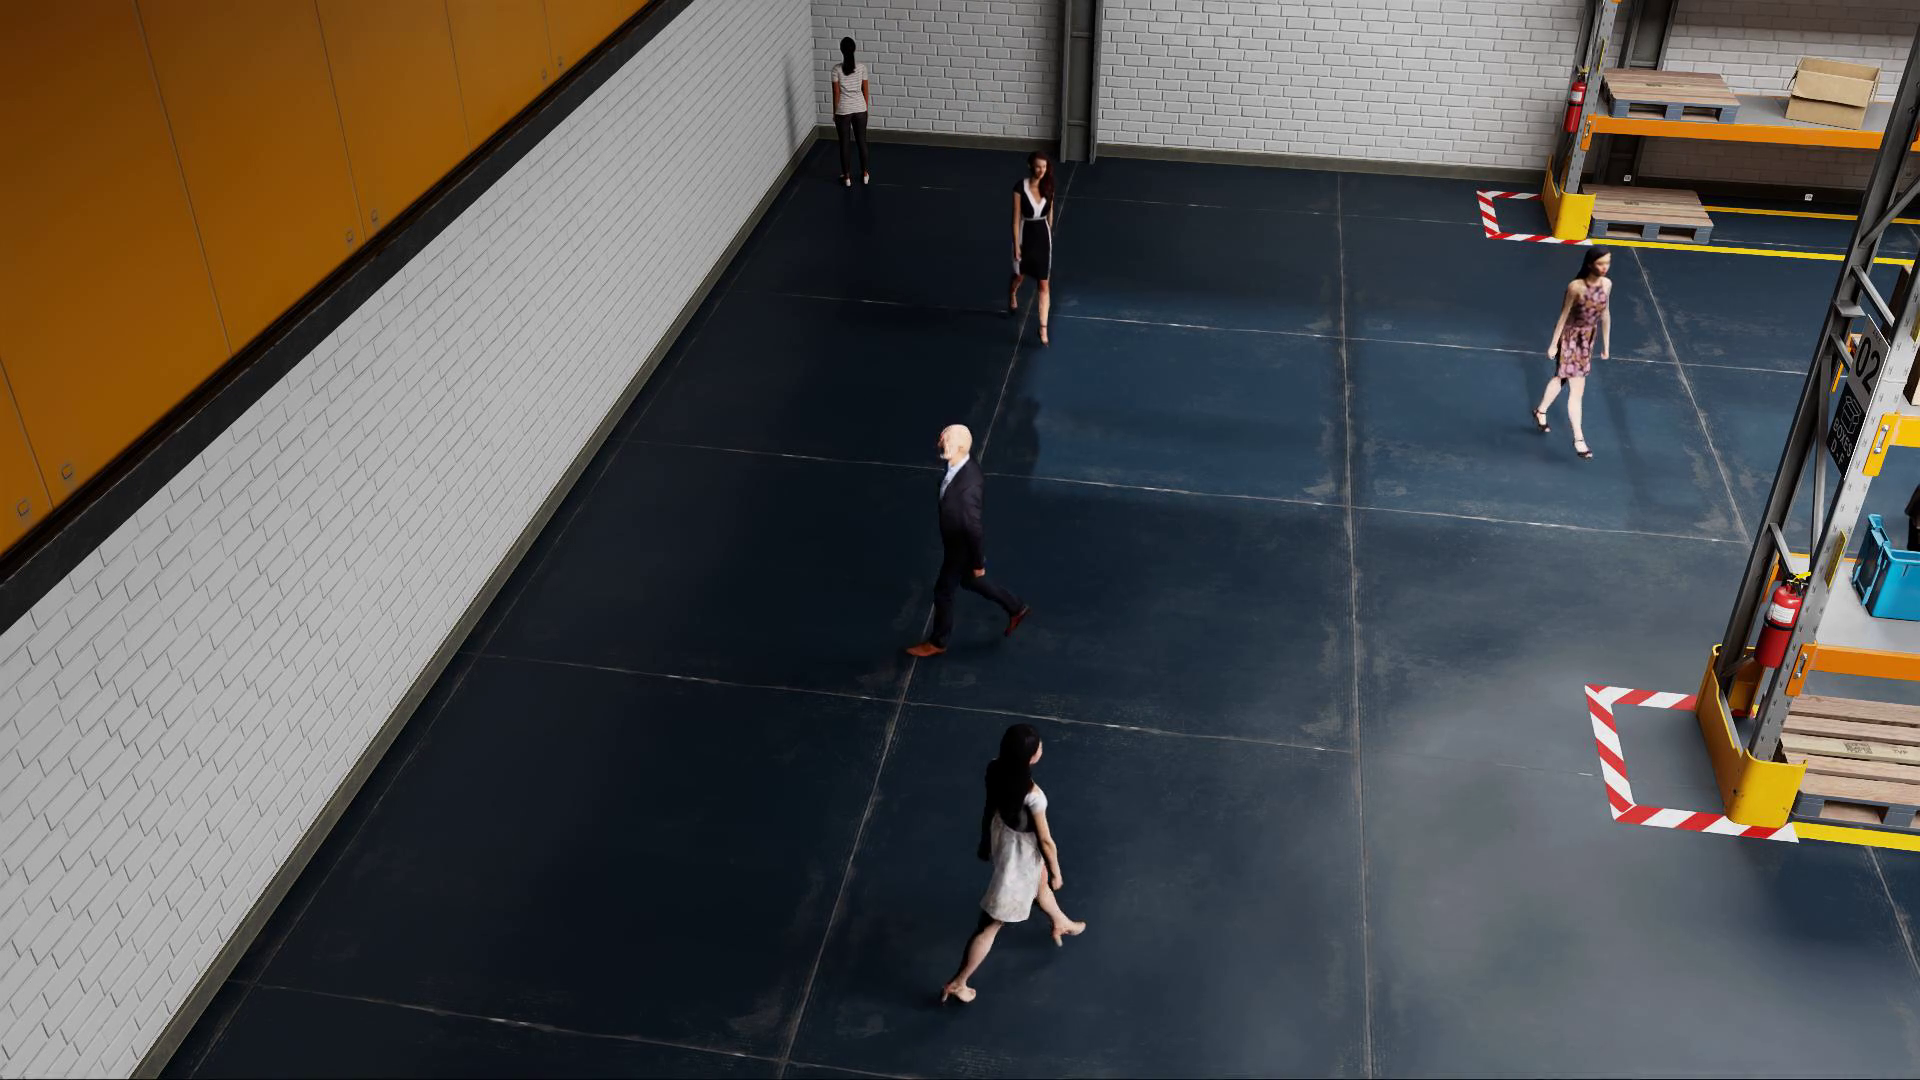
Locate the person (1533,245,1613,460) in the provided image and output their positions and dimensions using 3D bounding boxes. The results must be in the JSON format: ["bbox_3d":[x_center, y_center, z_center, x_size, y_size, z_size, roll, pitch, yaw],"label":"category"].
[{"bbox_3d":[4.963,-1.609,13.596,1.054,1.742,1.030,-14,36,-20],"label":"person"}]

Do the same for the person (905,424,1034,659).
[{"bbox_3d":[0.099,0.014,11.127,1.252,1.772,0.979,-6,34,-8],"label":"person"}]

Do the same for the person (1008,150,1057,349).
[{"bbox_3d":[0.612,-2.710,15.240,1.145,1.755,0.988,-9,35,-13],"label":"person"}]

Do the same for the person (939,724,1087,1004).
[{"bbox_3d":[0.216,1.727,8.602,1.226,1.713,1.160,-21,39,-28],"label":"person"}]

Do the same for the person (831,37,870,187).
[{"bbox_3d":[-1.204,-4.743,18.397,0.602,1.646,0.709,-9,35,-14],"label":"person"}]
